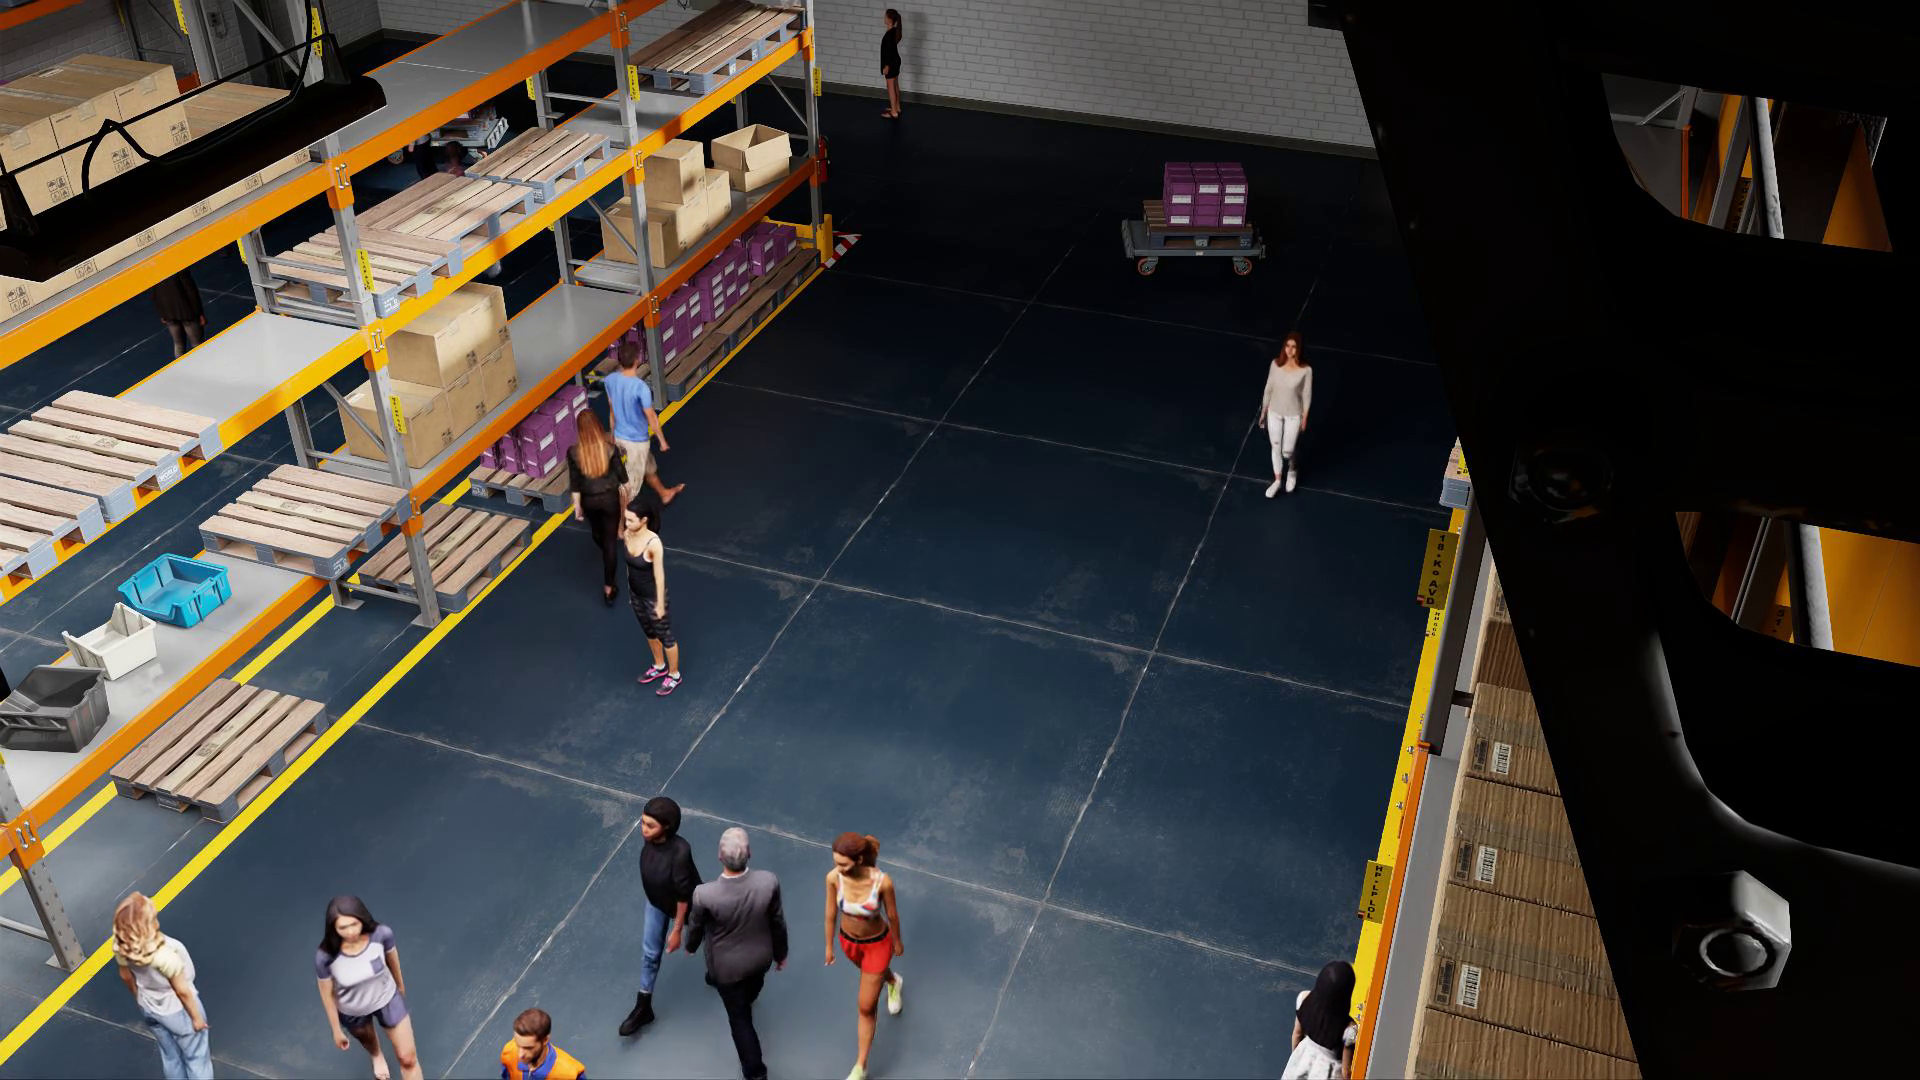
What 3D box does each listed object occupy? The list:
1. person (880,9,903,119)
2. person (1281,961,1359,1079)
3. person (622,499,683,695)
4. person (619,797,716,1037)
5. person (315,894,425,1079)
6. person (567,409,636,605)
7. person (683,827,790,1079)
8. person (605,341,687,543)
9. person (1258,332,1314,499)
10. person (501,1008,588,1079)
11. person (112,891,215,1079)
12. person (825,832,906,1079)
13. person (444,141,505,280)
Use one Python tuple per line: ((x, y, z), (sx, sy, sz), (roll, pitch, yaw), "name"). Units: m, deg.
((-0.990, -6.935, 24.151), (0.615, 1.556, 0.502), (8, 35, 12), "person")
((1.956, 2.962, 9.069), (0.795, 1.769, 0.774), (-26, 41, -33), "person")
((-2.402, 0.422, 12.929), (0.627, 1.724, 0.629), (25, 41, 32), "person")
((-1.682, 2.221, 10.290), (0.729, 1.650, 1.179), (19, 38, 26), "person")
((-3.444, 2.642, 9.651), (1.102, 1.657, 1.118), (-17, 37, -24), "person")
((-3.031, -0.247, 13.992), (0.913, 1.663, 1.232), (0, 34, 0), "person")
((-1.264, 2.496, 9.747), (1.198, 1.794, 1.276), (-14, 36, -19), "person")
((-2.951, -0.832, 14.738), (0.903, 1.812, 1.312), (23, 40, 30), "person")
((3.042, -1.198, 15.390), (0.662, 1.699, 0.703), (20, 38, 27), "person")
((-2.142, 3.124, 8.739), (0.673, 1.864, 0.586), (11, 35, 15), "person")
((-4.528, 2.682, 9.533), (0.616, 1.722, 0.519), (12, 35, 17), "person")
((-0.542, 2.365, 9.998), (0.674, 1.734, 1.189), (7, 34, 10), "person")
((-5.711, -3.650, 19.039), (0.826, 1.742, 1.211), (24, 40, 31), "person")
